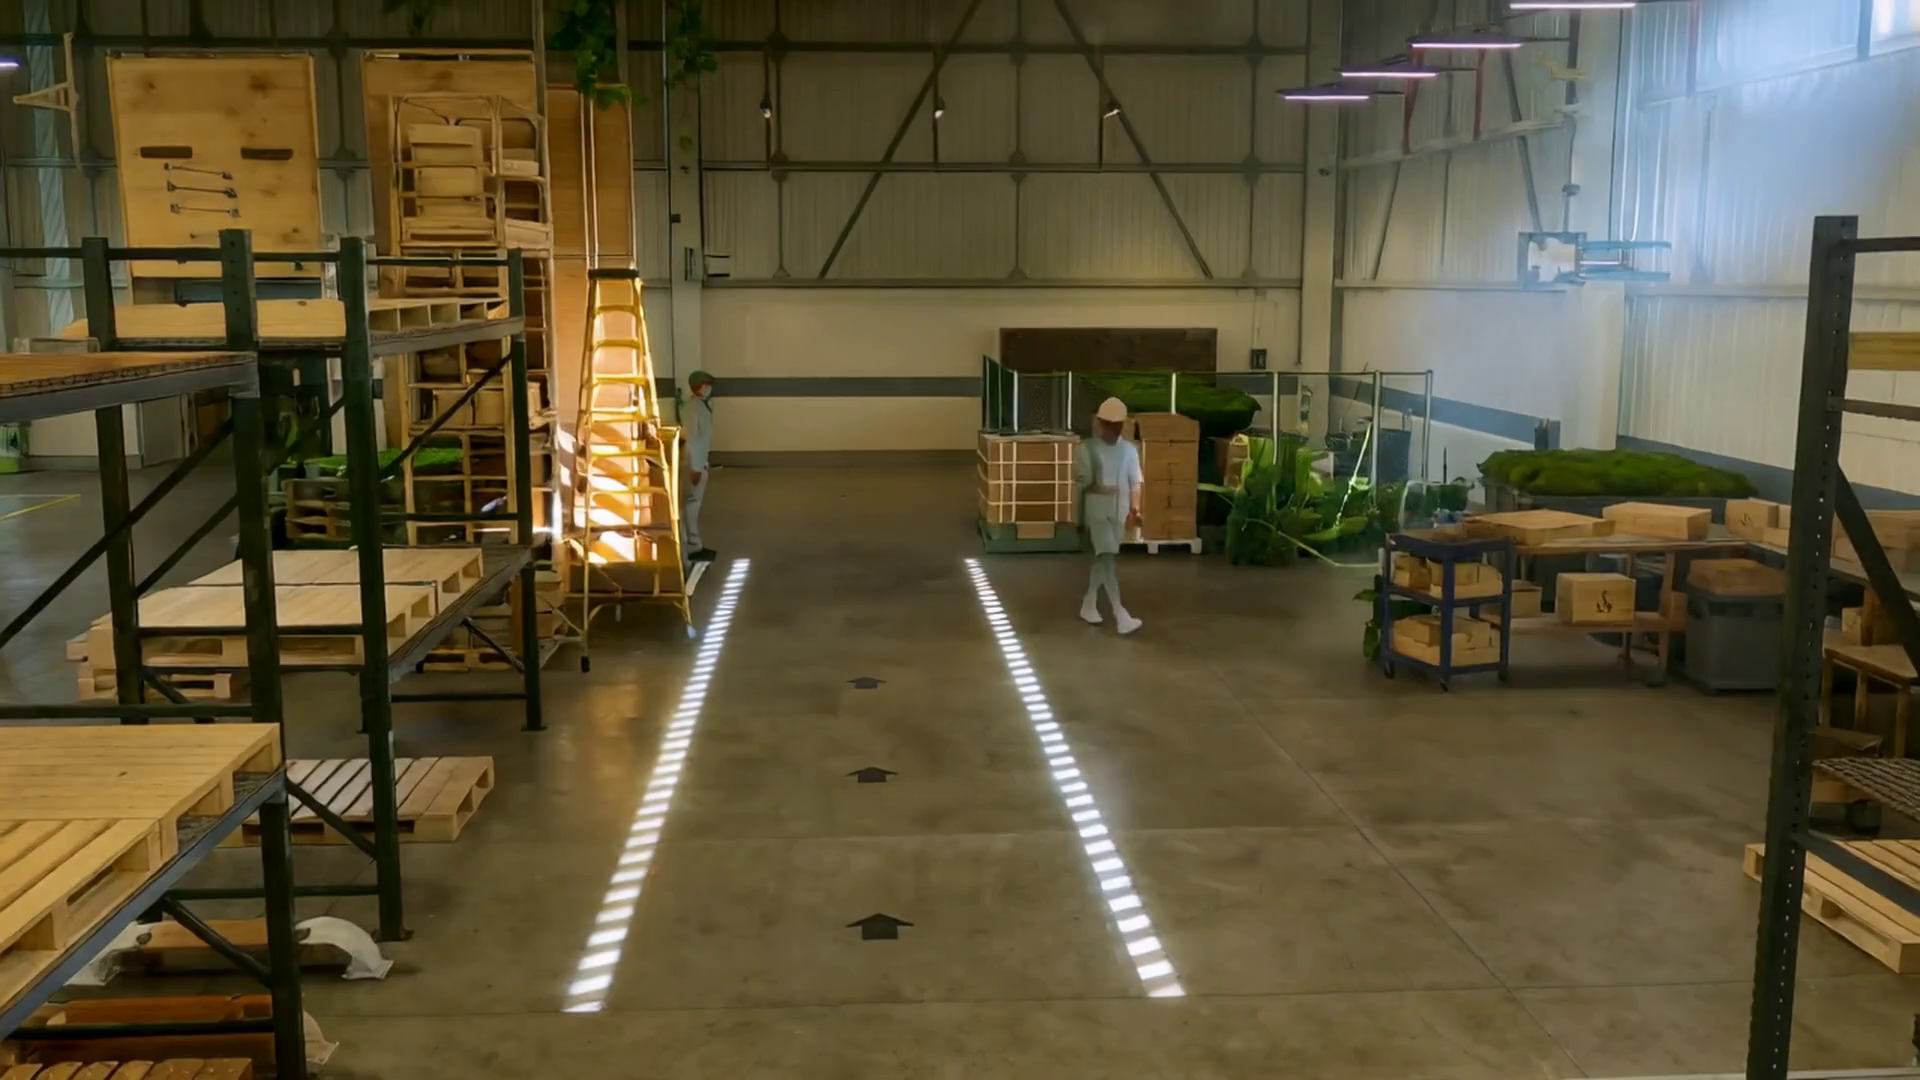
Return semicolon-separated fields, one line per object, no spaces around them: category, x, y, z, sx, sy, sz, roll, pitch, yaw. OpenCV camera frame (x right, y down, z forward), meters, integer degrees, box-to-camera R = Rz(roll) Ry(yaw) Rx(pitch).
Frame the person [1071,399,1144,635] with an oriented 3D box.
person;1.237;-0.203;13.501;0.566;1.882;1.011;-5;10;-26

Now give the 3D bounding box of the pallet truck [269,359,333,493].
pallet truck;-7.062;-1.131;18.996;1.885;1.965;0.823;2;9;13

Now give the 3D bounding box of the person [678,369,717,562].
person;-2.658;-0.758;16.837;0.372;1.939;0.629;0;9;-2
